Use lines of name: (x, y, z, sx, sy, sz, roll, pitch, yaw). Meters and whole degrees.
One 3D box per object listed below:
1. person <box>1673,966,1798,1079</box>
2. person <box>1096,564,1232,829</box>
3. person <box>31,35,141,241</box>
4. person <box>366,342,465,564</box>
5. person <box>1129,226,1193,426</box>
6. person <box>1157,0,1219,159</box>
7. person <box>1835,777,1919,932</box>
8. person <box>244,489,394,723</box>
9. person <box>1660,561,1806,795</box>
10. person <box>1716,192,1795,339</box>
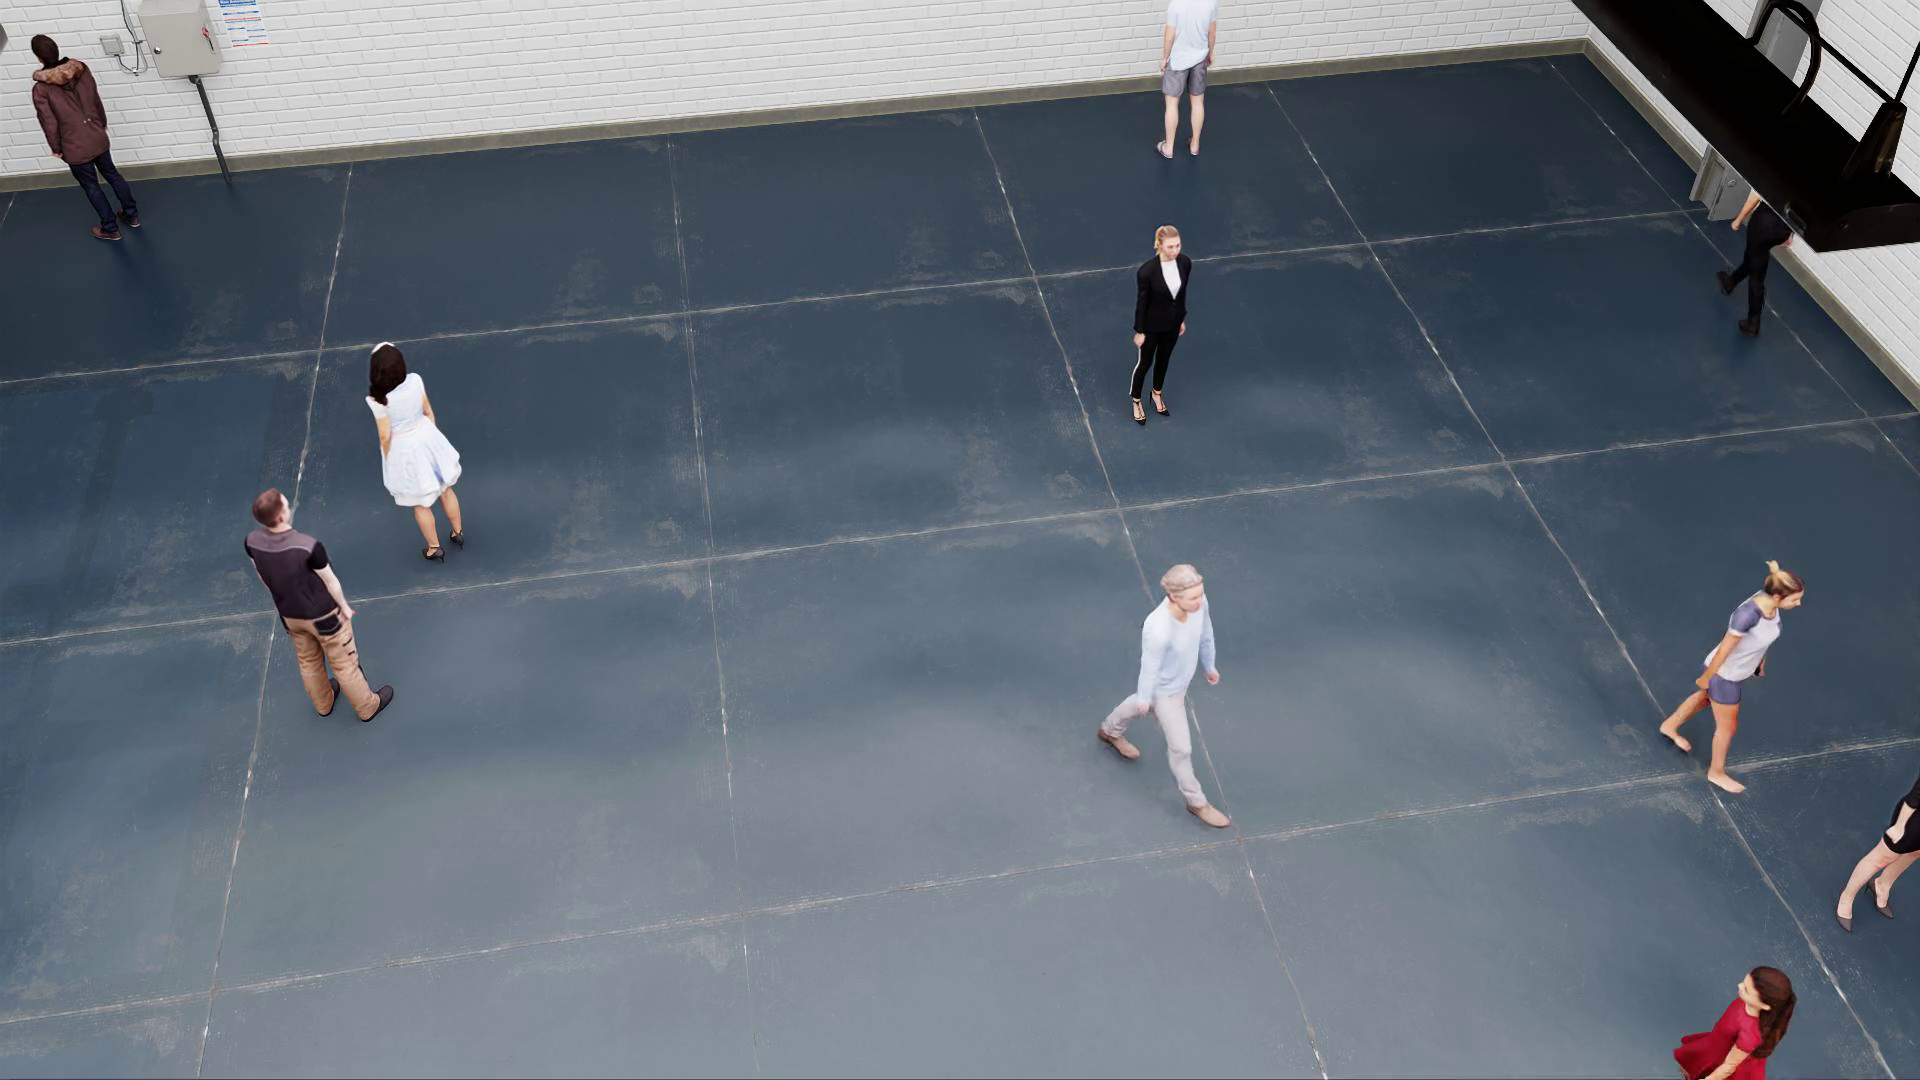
person: (3.838, 2.577, 8.114, 0.764, 1.539, 0.704, 21, 47, 20)
person: (1.156, 0.796, 9.766, 1.312, 1.840, 1.224, 29, 50, 27)
person: (-7.502, -3.435, 14.203, 0.938, 1.846, 0.844, 19, 47, 19)
person: (-3.671, -0.578, 11.224, 0.903, 1.819, 0.853, 34, 53, 30)
person: (1.488, -1.606, 12.385, 0.678, 1.706, 0.632, -20, 47, -19)
person: (2.076, -4.370, 15.196, 0.651, 1.830, 0.527, -6, 44, -7)
person: (5.257, 1.511, 9.043, 0.618, 1.802, 0.519, -11, 45, -11)
person: (-3.986, 0.412, 10.168, 0.770, 1.841, 0.745, 10, 44, 10)
person: (4.568, 0.724, 10.019, 0.845, 1.595, 0.963, -31, 52, -28)
person: (6.466, -2.402, 13.265, 0.614, 1.645, 1.132, -4, 44, -5)
